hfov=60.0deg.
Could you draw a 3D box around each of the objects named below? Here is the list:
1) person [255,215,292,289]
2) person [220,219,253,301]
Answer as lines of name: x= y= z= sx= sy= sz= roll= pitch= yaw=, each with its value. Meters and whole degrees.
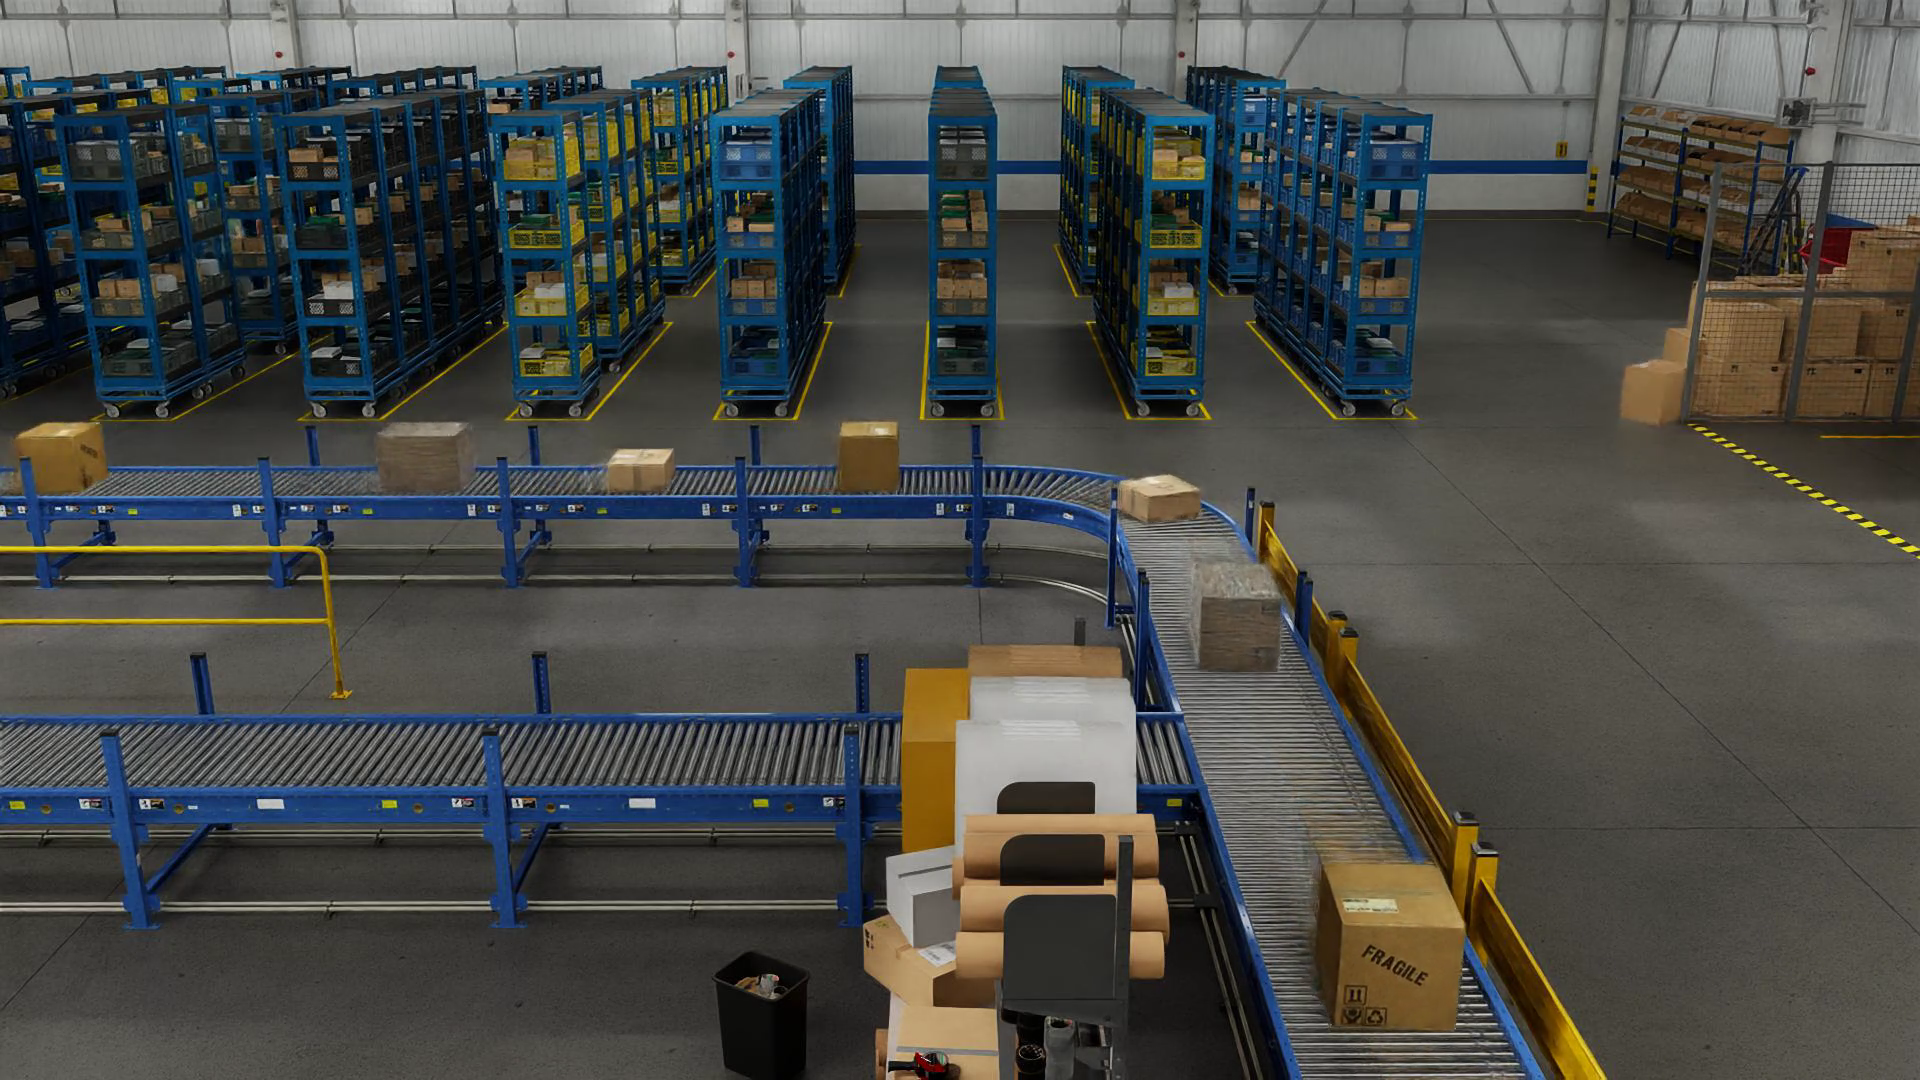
person: x=-10.666 y=-4.419 z=26.040 sx=0.392 sy=1.986 sz=0.611 roll=13 pitch=22 yaw=36
person: x=-12.115 y=-4.837 z=27.645 sx=0.877 sy=1.797 sz=0.593 roll=0 pitch=18 yaw=-1
